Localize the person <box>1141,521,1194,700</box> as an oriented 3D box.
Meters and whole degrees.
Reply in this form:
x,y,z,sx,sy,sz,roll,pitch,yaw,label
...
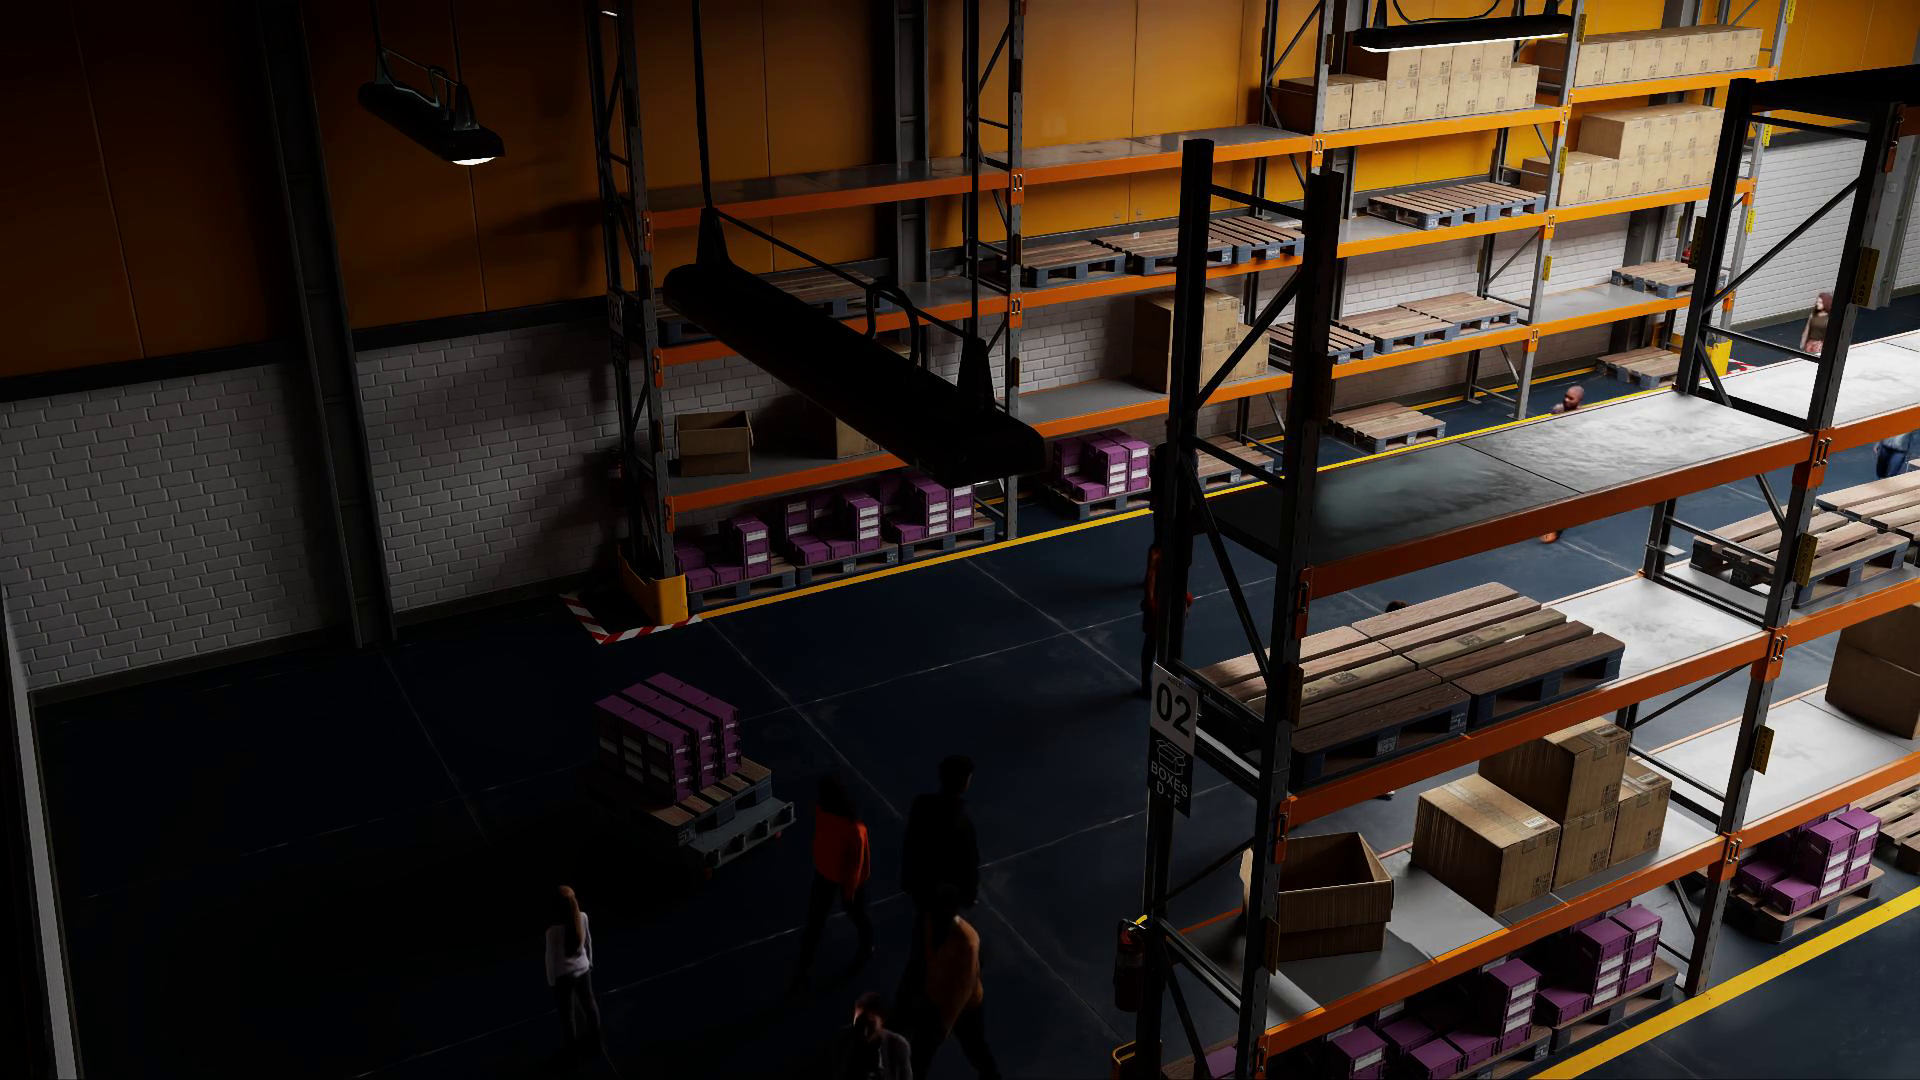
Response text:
x,y,z,sx,sy,sz,roll,pitch,yaw,label
1.844,0.595,15.026,0.536,1.725,0.749,-11,26,-24,person

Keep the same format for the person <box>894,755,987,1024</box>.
x,y,z,sx,sy,sz,roll,pitch,yaw,label
-0.231,2.316,10.869,1.060,1.900,0.760,-16,29,-33,person

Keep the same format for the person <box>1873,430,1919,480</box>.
x,y,z,sx,sy,sz,roll,pitch,yaw,label
10.782,-1.052,19.123,0.867,1.461,0.599,-15,28,-31,person

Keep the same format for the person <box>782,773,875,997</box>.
x,y,z,sx,sy,sz,roll,pitch,yaw,label
-0.733,2.255,11.248,1.120,1.709,0.880,-21,32,-40,person

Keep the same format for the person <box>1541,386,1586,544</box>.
x,y,z,sx,sy,sz,roll,pitch,yaw,label
6.668,-0.861,18.269,0.751,1.795,0.744,-16,28,-32,person

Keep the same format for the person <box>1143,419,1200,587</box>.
x,y,z,sx,sy,sz,roll,pitch,yaw,label
2.179,-0.361,17.007,0.766,1.890,0.717,19,30,36,person

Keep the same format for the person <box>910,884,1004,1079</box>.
x,y,z,sx,sy,sz,roll,pitch,yaw,label
0.034,2.796,10.021,1.222,1.701,0.826,-19,30,-37,person

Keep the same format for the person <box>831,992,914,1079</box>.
x,y,z,sx,sy,sz,roll,pitch,yaw,label
-0.447,3.148,9.272,0.967,1.656,1.032,6,24,13,person

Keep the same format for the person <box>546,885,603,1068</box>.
x,y,z,sx,sy,sz,roll,pitch,yaw,label
-2.470,2.768,10.616,0.596,1.275,0.497,19,30,37,person

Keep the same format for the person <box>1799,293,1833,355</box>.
x,y,z,sx,sy,sz,roll,pitch,yaw,label
11.642,-2.593,22.535,0.669,1.552,0.570,-12,26,-25,person
